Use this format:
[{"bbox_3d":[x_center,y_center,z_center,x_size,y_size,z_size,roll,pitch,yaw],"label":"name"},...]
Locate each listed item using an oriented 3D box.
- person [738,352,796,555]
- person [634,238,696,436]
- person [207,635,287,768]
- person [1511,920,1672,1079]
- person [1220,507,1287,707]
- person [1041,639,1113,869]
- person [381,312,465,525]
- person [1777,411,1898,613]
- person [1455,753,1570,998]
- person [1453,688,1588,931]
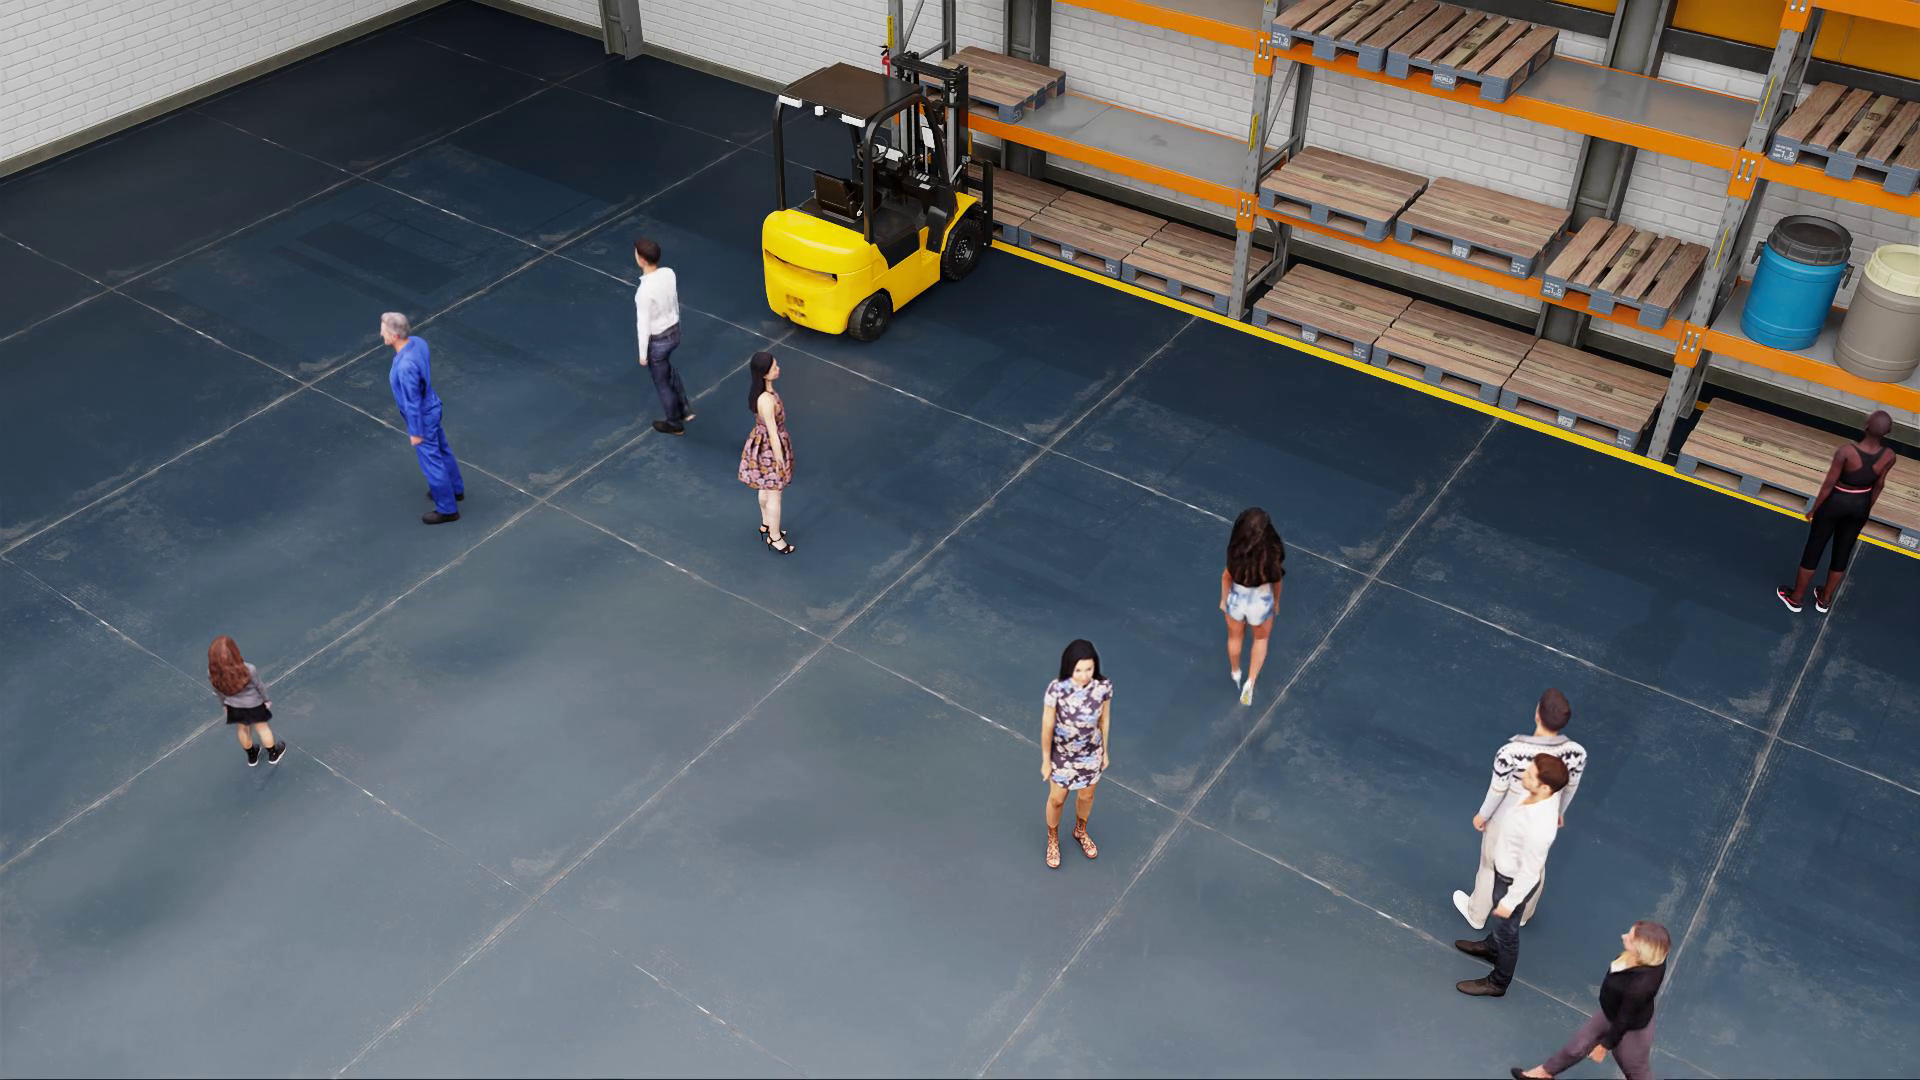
[{"bbox_3d":[-1.438,-0.672,12.684,0.863,1.774,0.790,-12,40,-14],"label":"person"},{"bbox_3d":[-2.408,-1.648,13.836,0.699,1.861,0.677,18,42,21],"label":"person"},{"bbox_3d":[-4.766,1.060,11.050,0.530,1.106,0.599,-4,39,-5],"label":"person"},{"bbox_3d":[3.574,2.620,8.696,1.125,1.607,0.723,17,42,20],"label":"person"},{"bbox_3d":[1.980,0.497,11.353,0.834,1.608,0.824,6,39,7],"label":"person"},{"bbox_3d":[0.710,1.304,10.243,0.670,1.734,0.711,-10,40,-12],"label":"person"},{"bbox_3d":[-4.194,-0.974,13.022,0.820,1.825,0.778,-4,39,-5],"label":"person"},{"bbox_3d":[6.430,-0.204,12.111,0.617,1.758,0.722,3,39,4],"label":"person"},{"bbox_3d":[3.150,1.886,9.403,0.666,1.871,0.724,10,40,12],"label":"person"},{"bbox_3d":[3.311,1.608,9.759,0.734,1.862,0.825,-2,39,-3],"label":"person"}]
